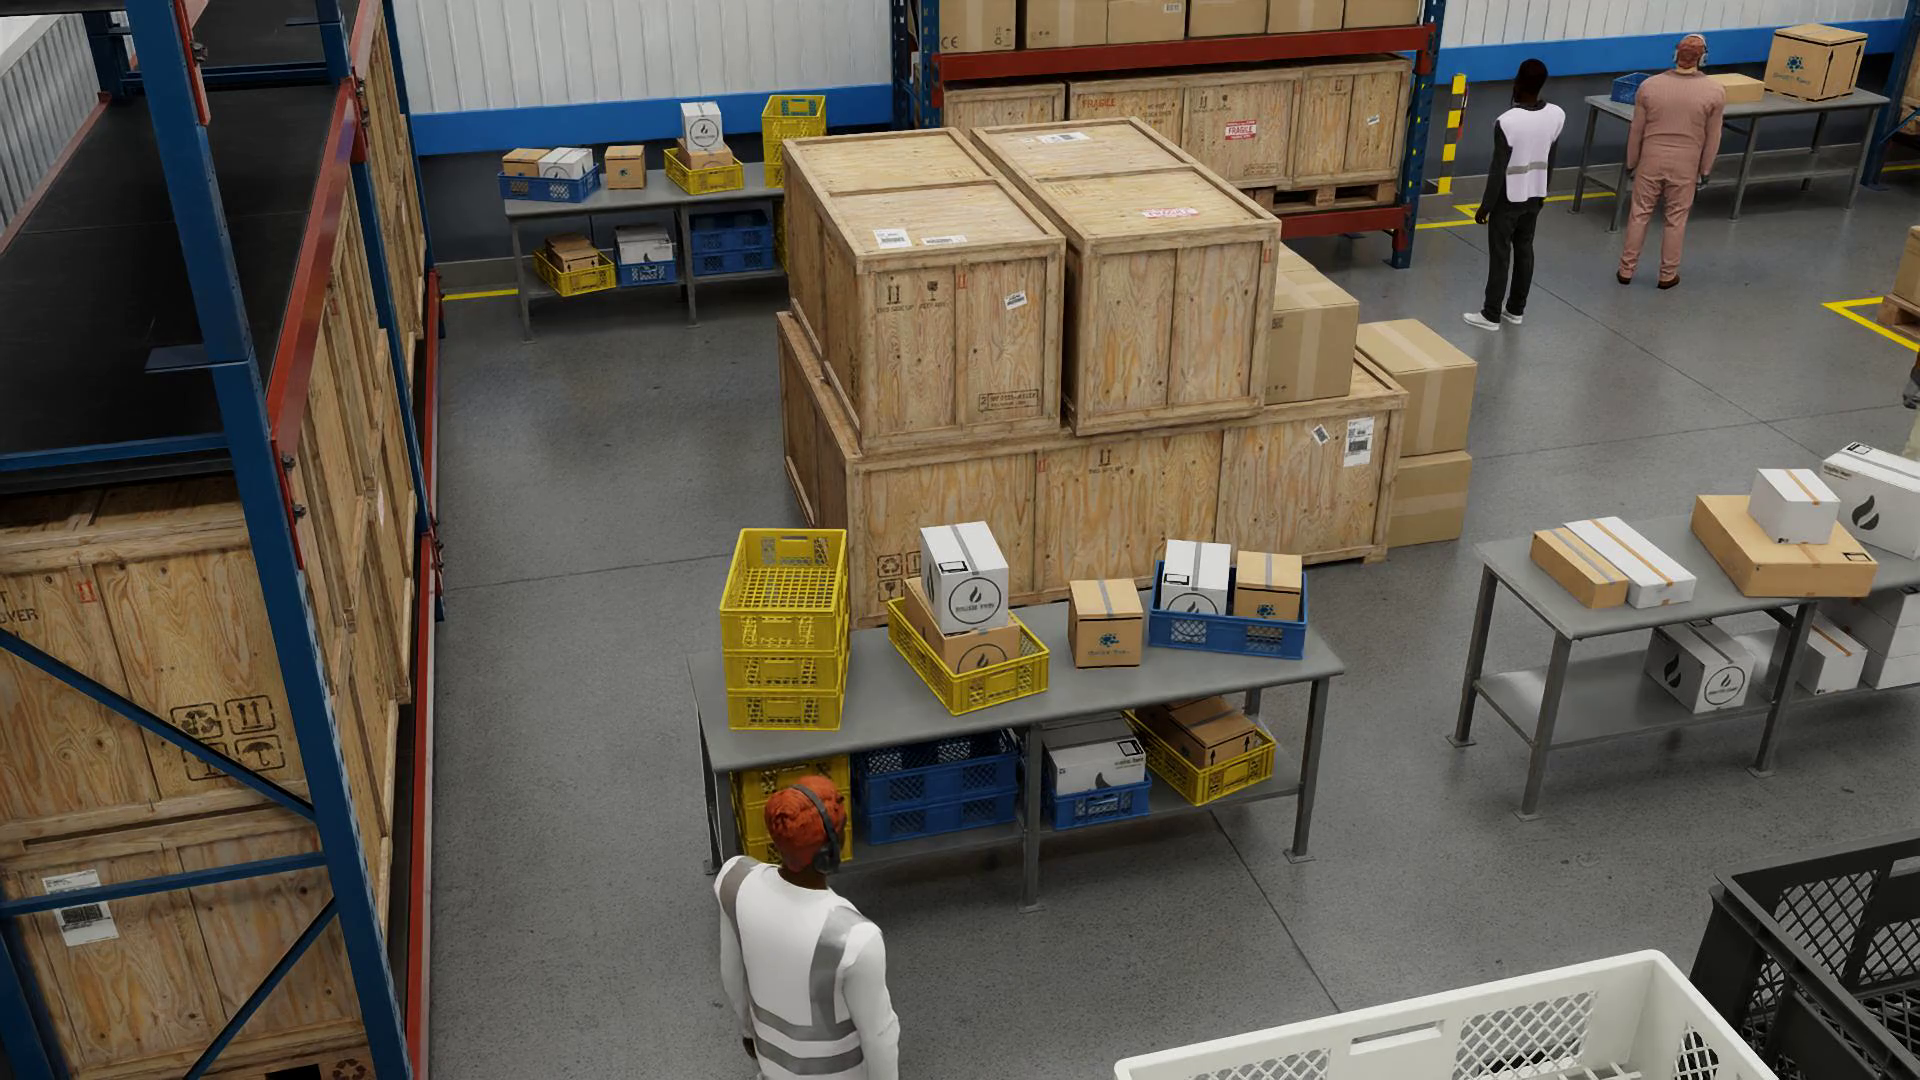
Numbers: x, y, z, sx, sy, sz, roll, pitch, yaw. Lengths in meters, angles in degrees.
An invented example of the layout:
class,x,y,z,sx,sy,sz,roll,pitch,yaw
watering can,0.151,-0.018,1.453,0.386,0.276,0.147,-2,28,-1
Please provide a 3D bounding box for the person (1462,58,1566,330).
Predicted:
class,x,y,z,sx,sy,sz,roll,pitch,yaw
person,3.948,-2.436,11.813,0.588,1.920,0.390,-14,32,-24

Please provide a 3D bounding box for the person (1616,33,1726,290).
class,x,y,z,sx,sy,sz,roll,pitch,yaw
person,5.363,-2.851,12.581,0.643,1.908,0.410,13,32,23

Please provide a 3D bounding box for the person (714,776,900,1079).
class,x,y,z,sx,sy,sz,roll,pitch,yaw
person,-0.406,1.469,4.763,0.584,1.882,0.349,18,34,30
